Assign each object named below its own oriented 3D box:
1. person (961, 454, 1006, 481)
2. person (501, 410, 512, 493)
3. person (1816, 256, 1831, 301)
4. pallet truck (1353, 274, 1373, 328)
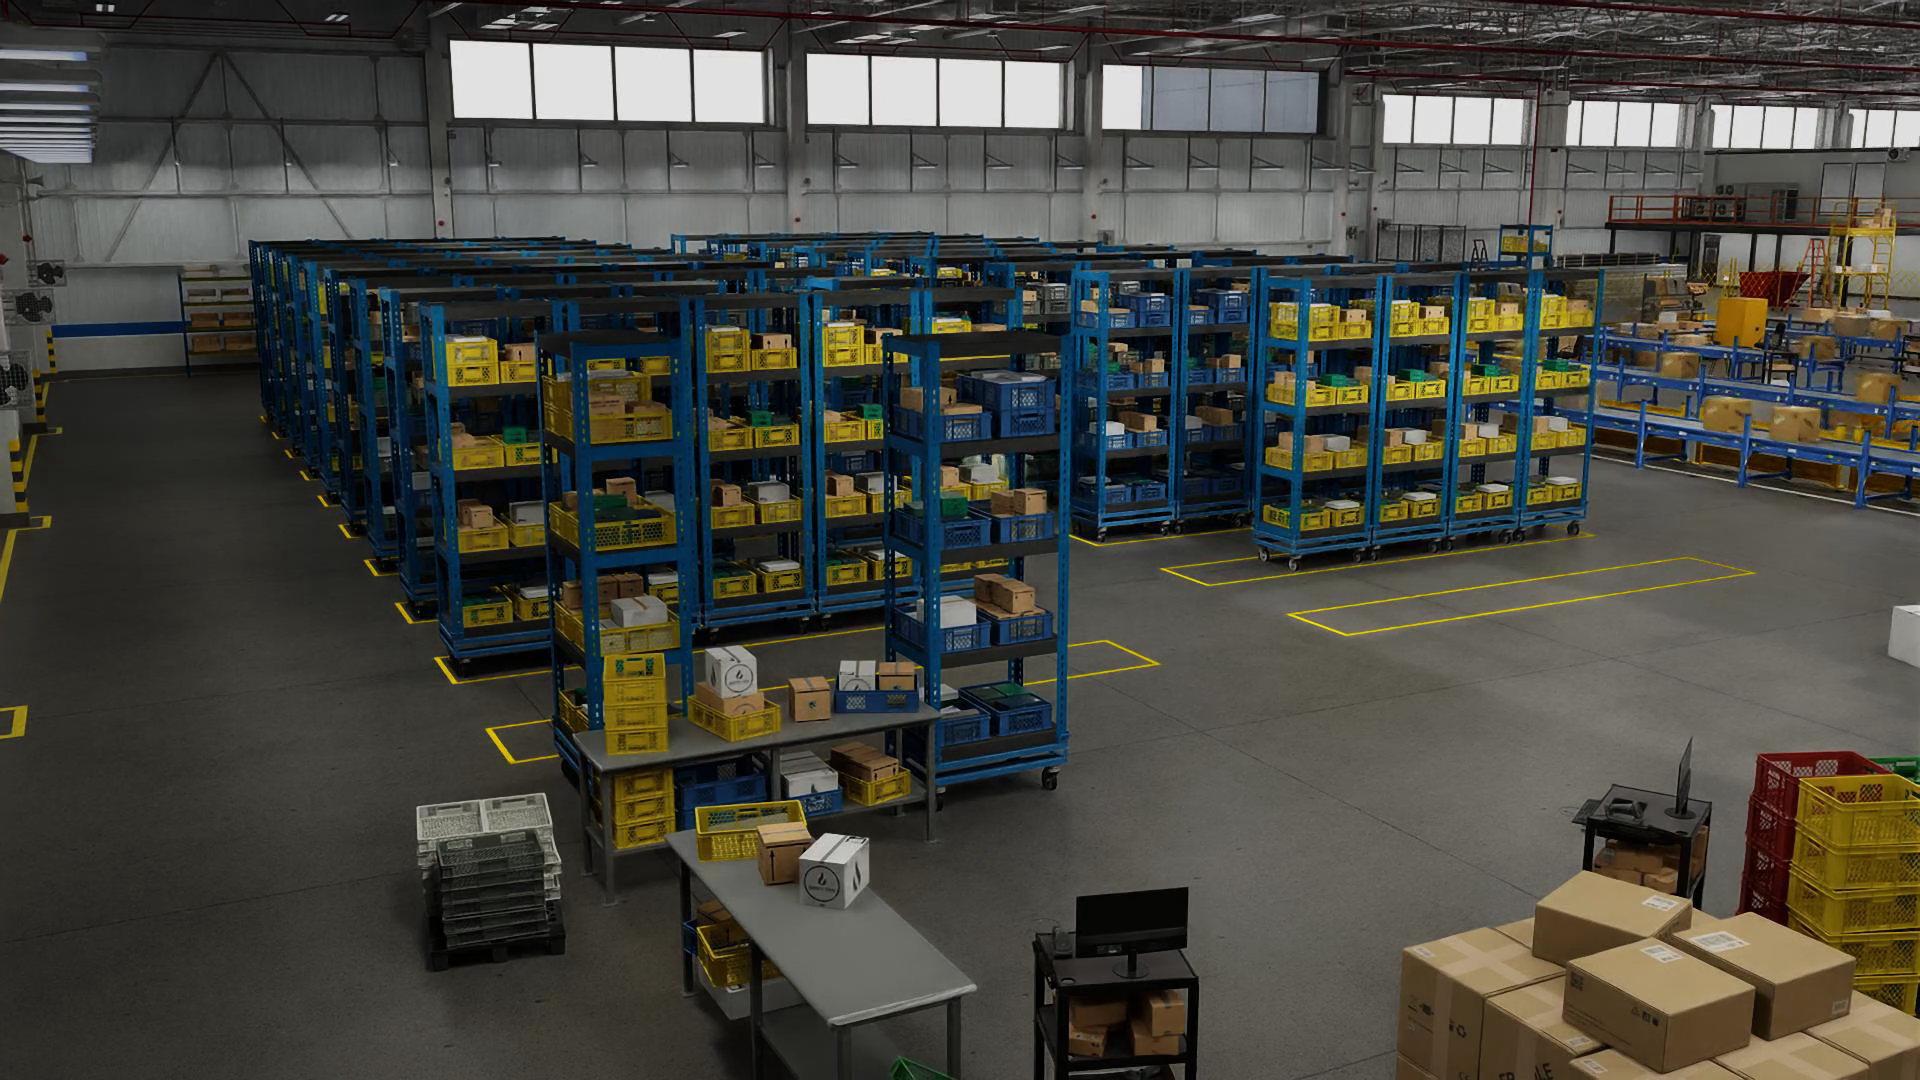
[{"bbox_3d":[0.275,-0.475,20.260,0.588,1.812,0.464,-6,14,-27],"label":"person"},{"bbox_3d":[-6.066,-0.895,22.151,0.390,1.838,0.564,-7,14,-31],"label":"person"},{"bbox_3d":[35.381,-10.716,68.130,0.522,1.826,0.548,-3,12,-14],"label":"person"},{"bbox_3d":[13.011,-8.050,55.243,0.823,1.965,1.885,-7,14,-28],"label":"pallet truck"}]
